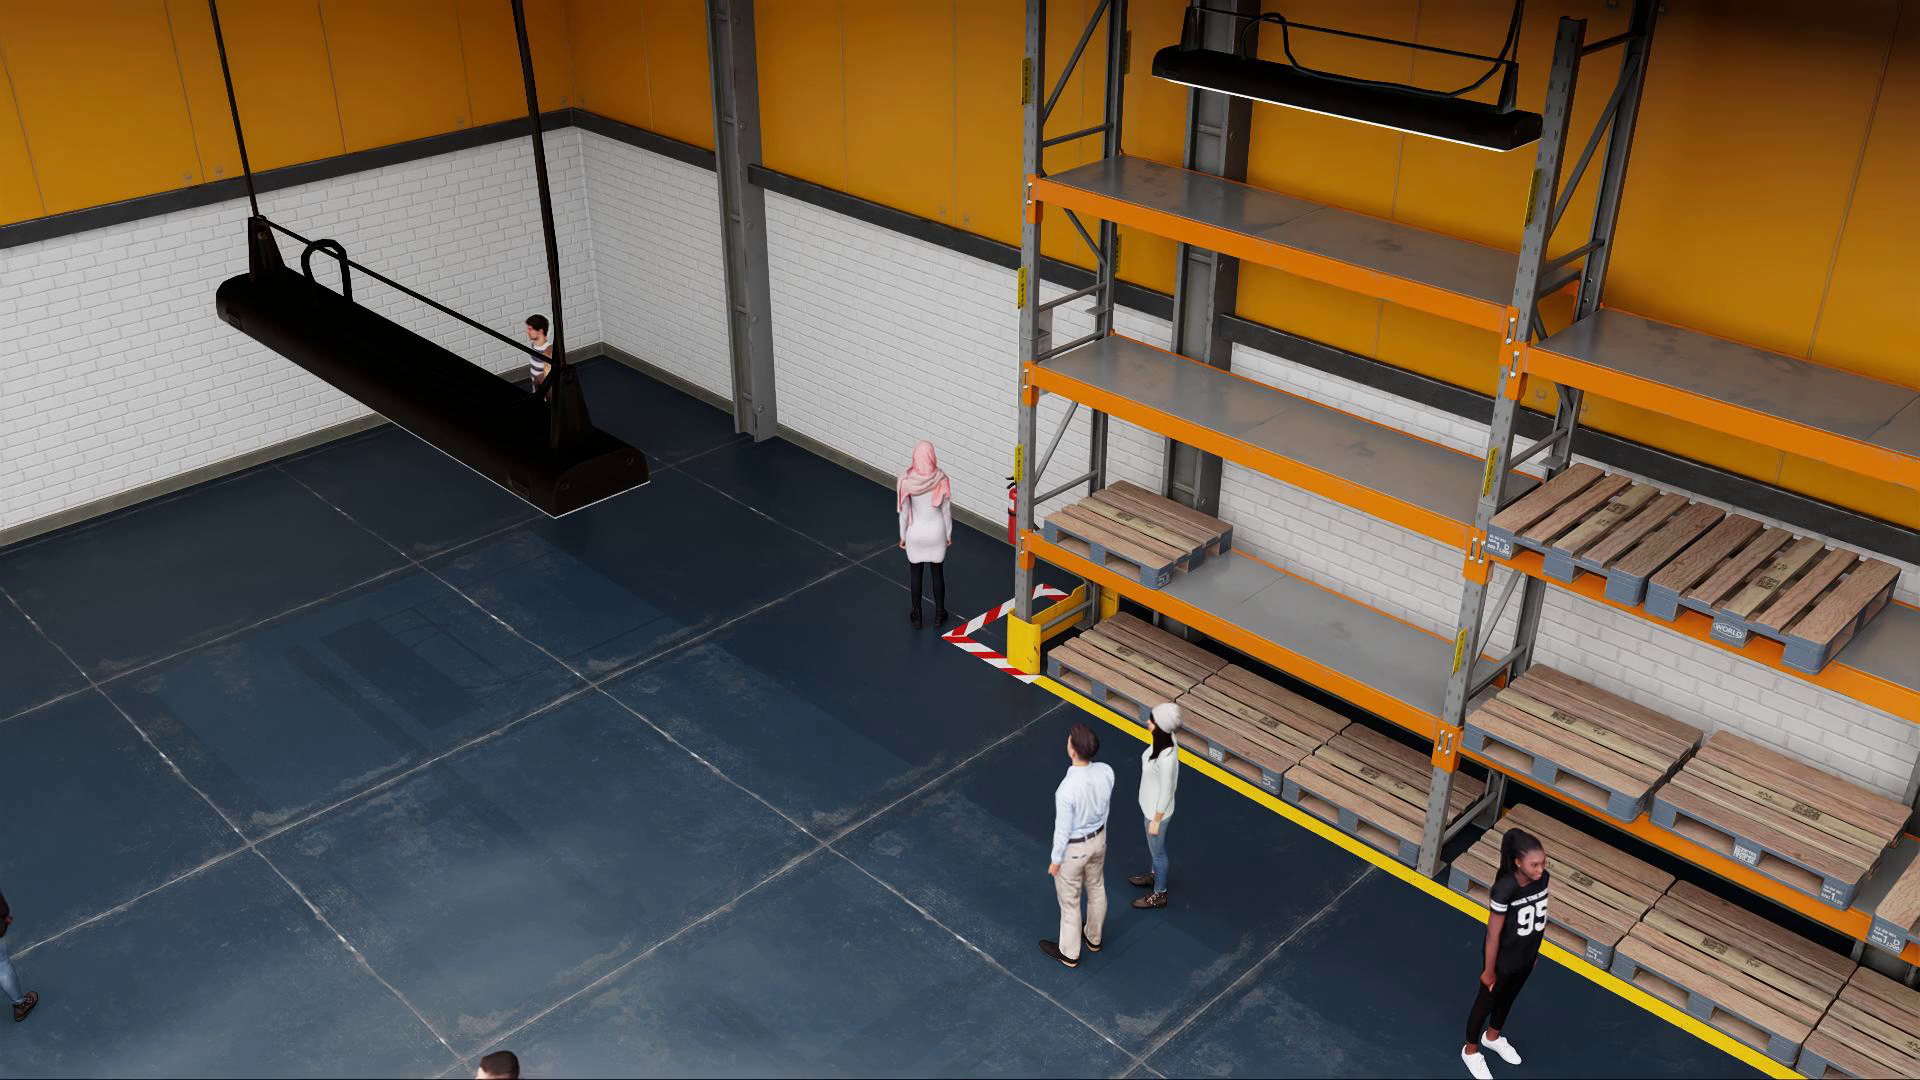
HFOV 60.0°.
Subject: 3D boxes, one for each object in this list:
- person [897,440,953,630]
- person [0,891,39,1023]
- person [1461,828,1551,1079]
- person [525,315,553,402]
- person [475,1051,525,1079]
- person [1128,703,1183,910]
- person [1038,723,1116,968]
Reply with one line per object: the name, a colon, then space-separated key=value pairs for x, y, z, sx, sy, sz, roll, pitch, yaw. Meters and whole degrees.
person: x=-0.301 y=-0.047 z=14.599 sx=0.738 sy=1.803 sz=0.792 roll=-1 pitch=29 yaw=-2
person: x=-6.176 y=2.361 z=10.361 sx=0.735 sy=1.633 sz=0.760 roll=-8 pitch=30 yaw=-14
person: x=3.313 y=2.489 z=10.026 sx=0.657 sy=1.729 sz=0.627 roll=-18 pitch=33 yaw=-29
person: x=-4.219 y=-1.451 z=17.122 sx=0.718 sy=1.852 sz=0.467 roll=-23 pitch=36 yaw=-36
person: x=-2.262 y=3.284 z=8.537 sx=0.752 sy=1.760 sz=0.610 roll=-11 pitch=31 yaw=-19
person: x=1.353 y=1.800 z=11.377 sx=0.692 sy=1.645 sz=0.640 roll=1 pitch=29 yaw=2
person: x=0.780 y=1.986 z=10.825 sx=0.660 sy=1.848 sz=0.624 roll=-21 pitch=35 yaw=-33
